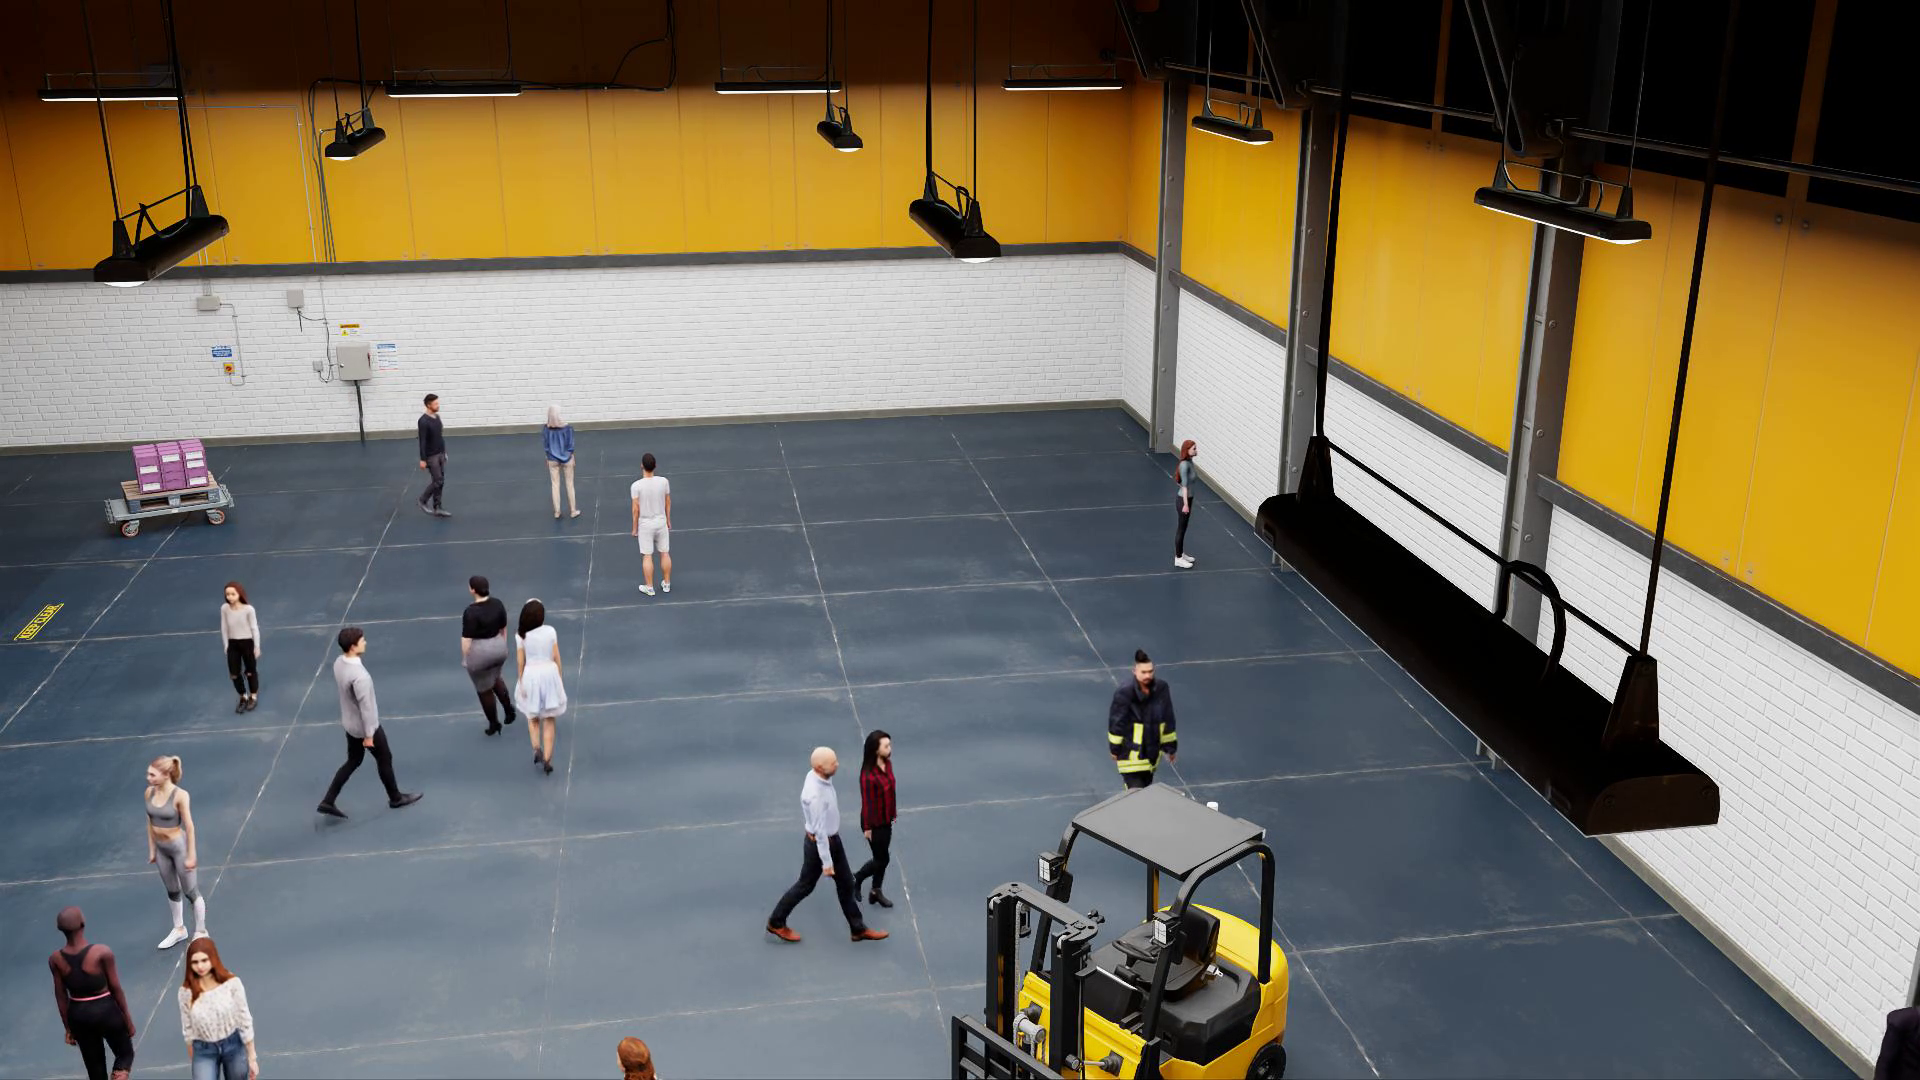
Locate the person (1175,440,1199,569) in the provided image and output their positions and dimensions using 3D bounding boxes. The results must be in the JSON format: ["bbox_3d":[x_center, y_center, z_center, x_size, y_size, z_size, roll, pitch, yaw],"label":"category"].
[{"bbox_3d":[3.031,-0.504,22.343,0.729,1.743,0.612,5,19,15],"label":"person"}]

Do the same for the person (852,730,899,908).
[{"bbox_3d":[-0.779,2.353,14.014,0.797,1.643,0.743,6,20,18],"label":"person"}]

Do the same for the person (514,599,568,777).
[{"bbox_3d":[-4.105,1.486,16.344,0.677,1.800,0.806,-4,19,-12],"label":"person"}]

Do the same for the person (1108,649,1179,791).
[{"bbox_3d":[1.622,1.832,15.246,0.840,1.844,0.879,-8,20,-23],"label":"person"}]

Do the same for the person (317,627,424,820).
[{"bbox_3d":[-5.663,1.718,15.472,1.258,1.917,1.226,17,25,41],"label":"person"}]

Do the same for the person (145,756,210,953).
[{"bbox_3d":[-6.343,2.511,13.446,0.639,1.706,0.646,5,19,16],"label":"person"}]

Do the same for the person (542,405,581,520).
[{"bbox_3d":[-5.851,-1.156,24.349,0.646,1.698,0.610,0,19,-1],"label":"person"}]

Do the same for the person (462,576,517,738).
[{"bbox_3d":[-4.827,1.222,17.212,0.882,1.745,0.816,10,21,27],"label":"person"}]

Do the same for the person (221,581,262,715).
[{"bbox_3d":[-7.719,1.115,17.951,0.599,1.476,0.596,-1,19,-2],"label":"person"}]

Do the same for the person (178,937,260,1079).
[{"bbox_3d":[-4.871,3.342,10.979,0.680,1.706,0.851,-8,20,-22],"label":"person"}]

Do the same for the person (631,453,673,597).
[{"bbox_3d":[-3.936,-0.209,21.290,0.759,1.856,0.720,-11,22,-30],"label":"person"}]

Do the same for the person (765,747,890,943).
[{"bbox_3d":[-1.199,2.499,13.413,0.955,1.750,1.254,2,19,6],"label":"person"}]

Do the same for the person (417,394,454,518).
[{"bbox_3d":[-7.783,-1.221,24.298,0.862,1.853,0.797,4,19,11],"label":"person"}]

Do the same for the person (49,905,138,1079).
[{"bbox_3d":[-5.806,3.273,11.111,0.614,1.752,0.740,-2,19,-7],"label":"person"}]
